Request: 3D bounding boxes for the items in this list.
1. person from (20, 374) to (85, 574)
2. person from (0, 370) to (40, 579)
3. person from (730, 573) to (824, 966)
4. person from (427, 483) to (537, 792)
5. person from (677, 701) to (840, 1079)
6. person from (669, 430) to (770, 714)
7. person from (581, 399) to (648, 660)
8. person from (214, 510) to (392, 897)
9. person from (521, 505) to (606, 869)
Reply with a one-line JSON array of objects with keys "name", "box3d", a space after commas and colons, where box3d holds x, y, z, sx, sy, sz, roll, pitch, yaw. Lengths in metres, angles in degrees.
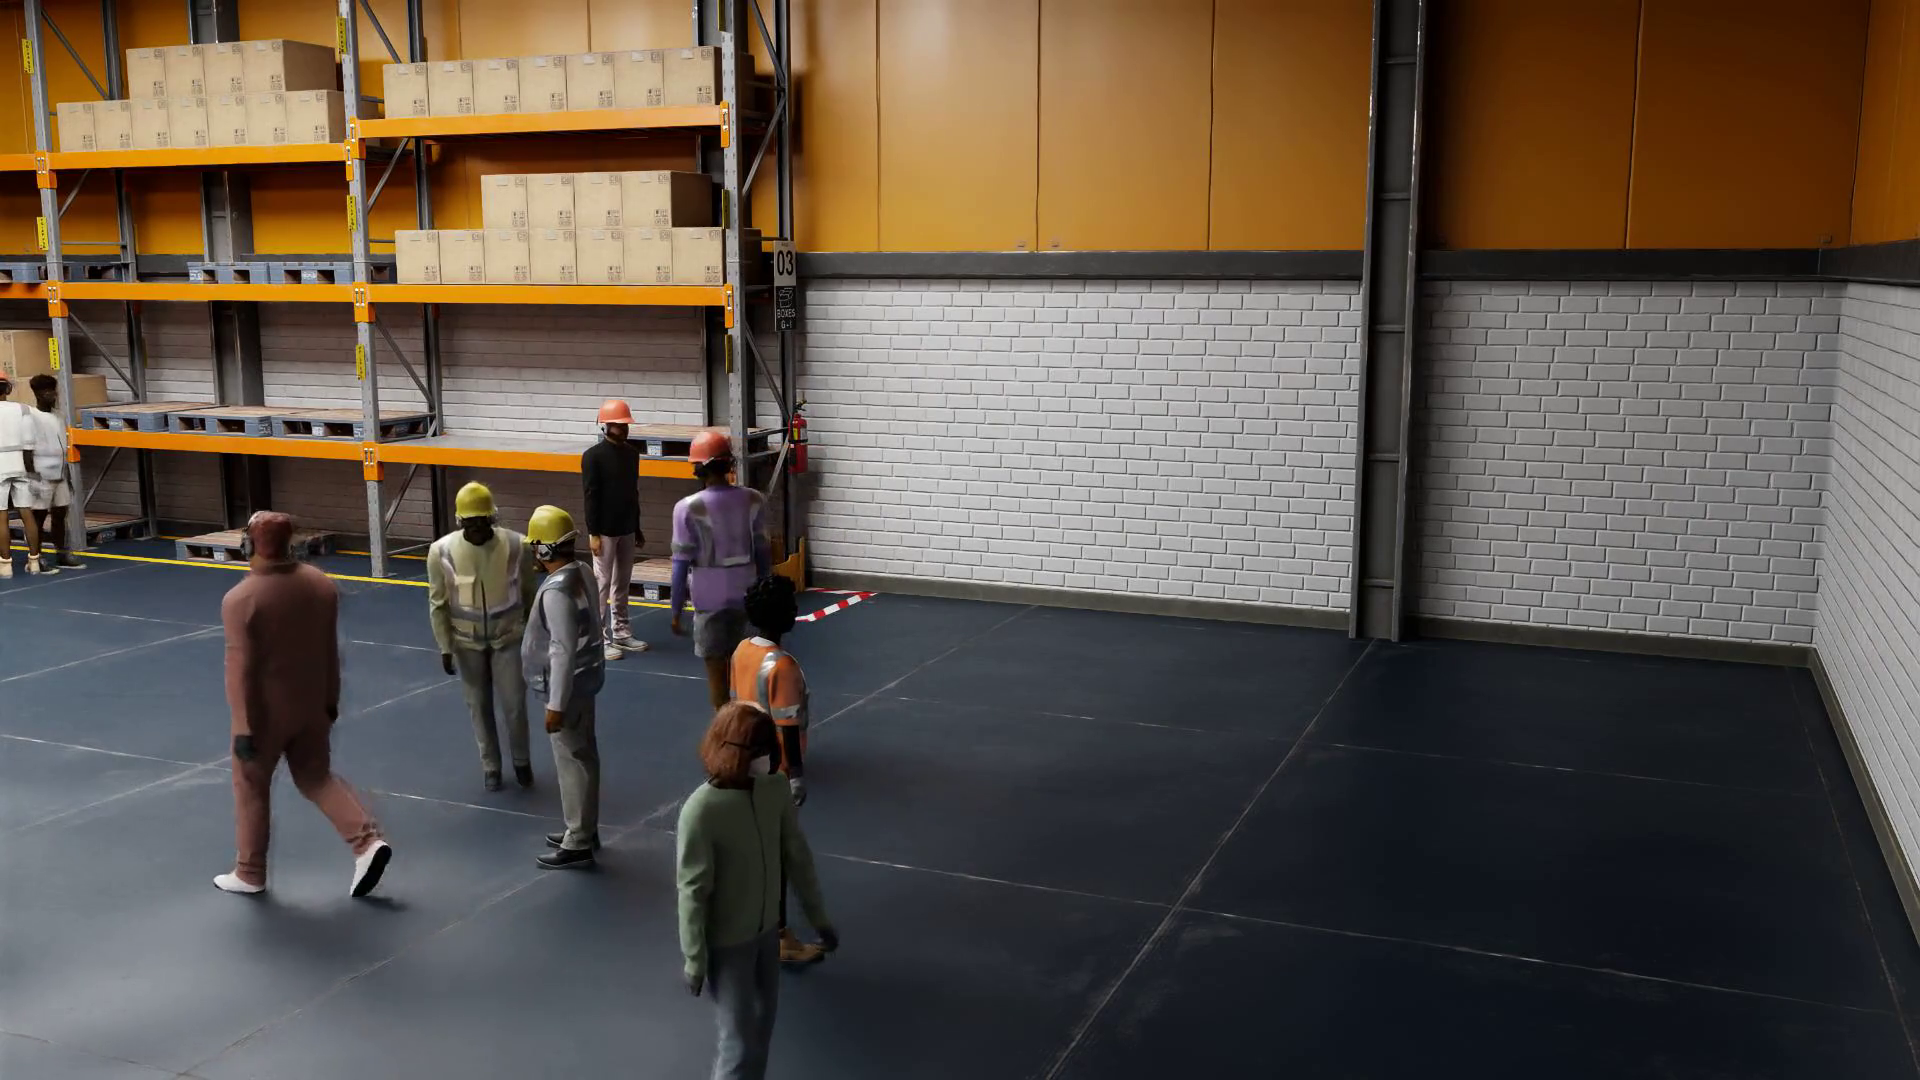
[{"name": "person", "box3d": [-8.949, -0.652, 16.326, 0.362, 1.964, 0.611, 2, 10, 10]}, {"name": "person", "box3d": [-9.226, -0.645, 16.074, 0.391, 2.034, 0.605, 8, 12, 39]}, {"name": "person", "box3d": [-0.819, 0.985, 7.213, 0.322, 1.697, 0.533, -5, 11, -30]}, {"name": "person", "box3d": [-2.689, 0.561, 9.452, 0.608, 1.805, 0.490, -2, 10, -15]}, {"name": "person", "box3d": [-0.674, 1.313, 5.435, 0.356, 1.628, 0.514, 5, 11, 30]}, {"name": "person", "box3d": [-1.501, 0.337, 10.141, 0.652, 2.023, 0.623, -7, 12, -38]}, {"name": "person", "box3d": [-2.652, -0.092, 12.835, 0.389, 1.996, 0.612, 5, 11, 28]}, {"name": "person", "box3d": [-3.160, 0.791, 7.886, 0.857, 1.871, 0.660, 4, 10, 24]}, {"name": "person", "box3d": [-1.989, 0.733, 8.347, 0.404, 1.828, 0.591, 0, 9, -1]}]
